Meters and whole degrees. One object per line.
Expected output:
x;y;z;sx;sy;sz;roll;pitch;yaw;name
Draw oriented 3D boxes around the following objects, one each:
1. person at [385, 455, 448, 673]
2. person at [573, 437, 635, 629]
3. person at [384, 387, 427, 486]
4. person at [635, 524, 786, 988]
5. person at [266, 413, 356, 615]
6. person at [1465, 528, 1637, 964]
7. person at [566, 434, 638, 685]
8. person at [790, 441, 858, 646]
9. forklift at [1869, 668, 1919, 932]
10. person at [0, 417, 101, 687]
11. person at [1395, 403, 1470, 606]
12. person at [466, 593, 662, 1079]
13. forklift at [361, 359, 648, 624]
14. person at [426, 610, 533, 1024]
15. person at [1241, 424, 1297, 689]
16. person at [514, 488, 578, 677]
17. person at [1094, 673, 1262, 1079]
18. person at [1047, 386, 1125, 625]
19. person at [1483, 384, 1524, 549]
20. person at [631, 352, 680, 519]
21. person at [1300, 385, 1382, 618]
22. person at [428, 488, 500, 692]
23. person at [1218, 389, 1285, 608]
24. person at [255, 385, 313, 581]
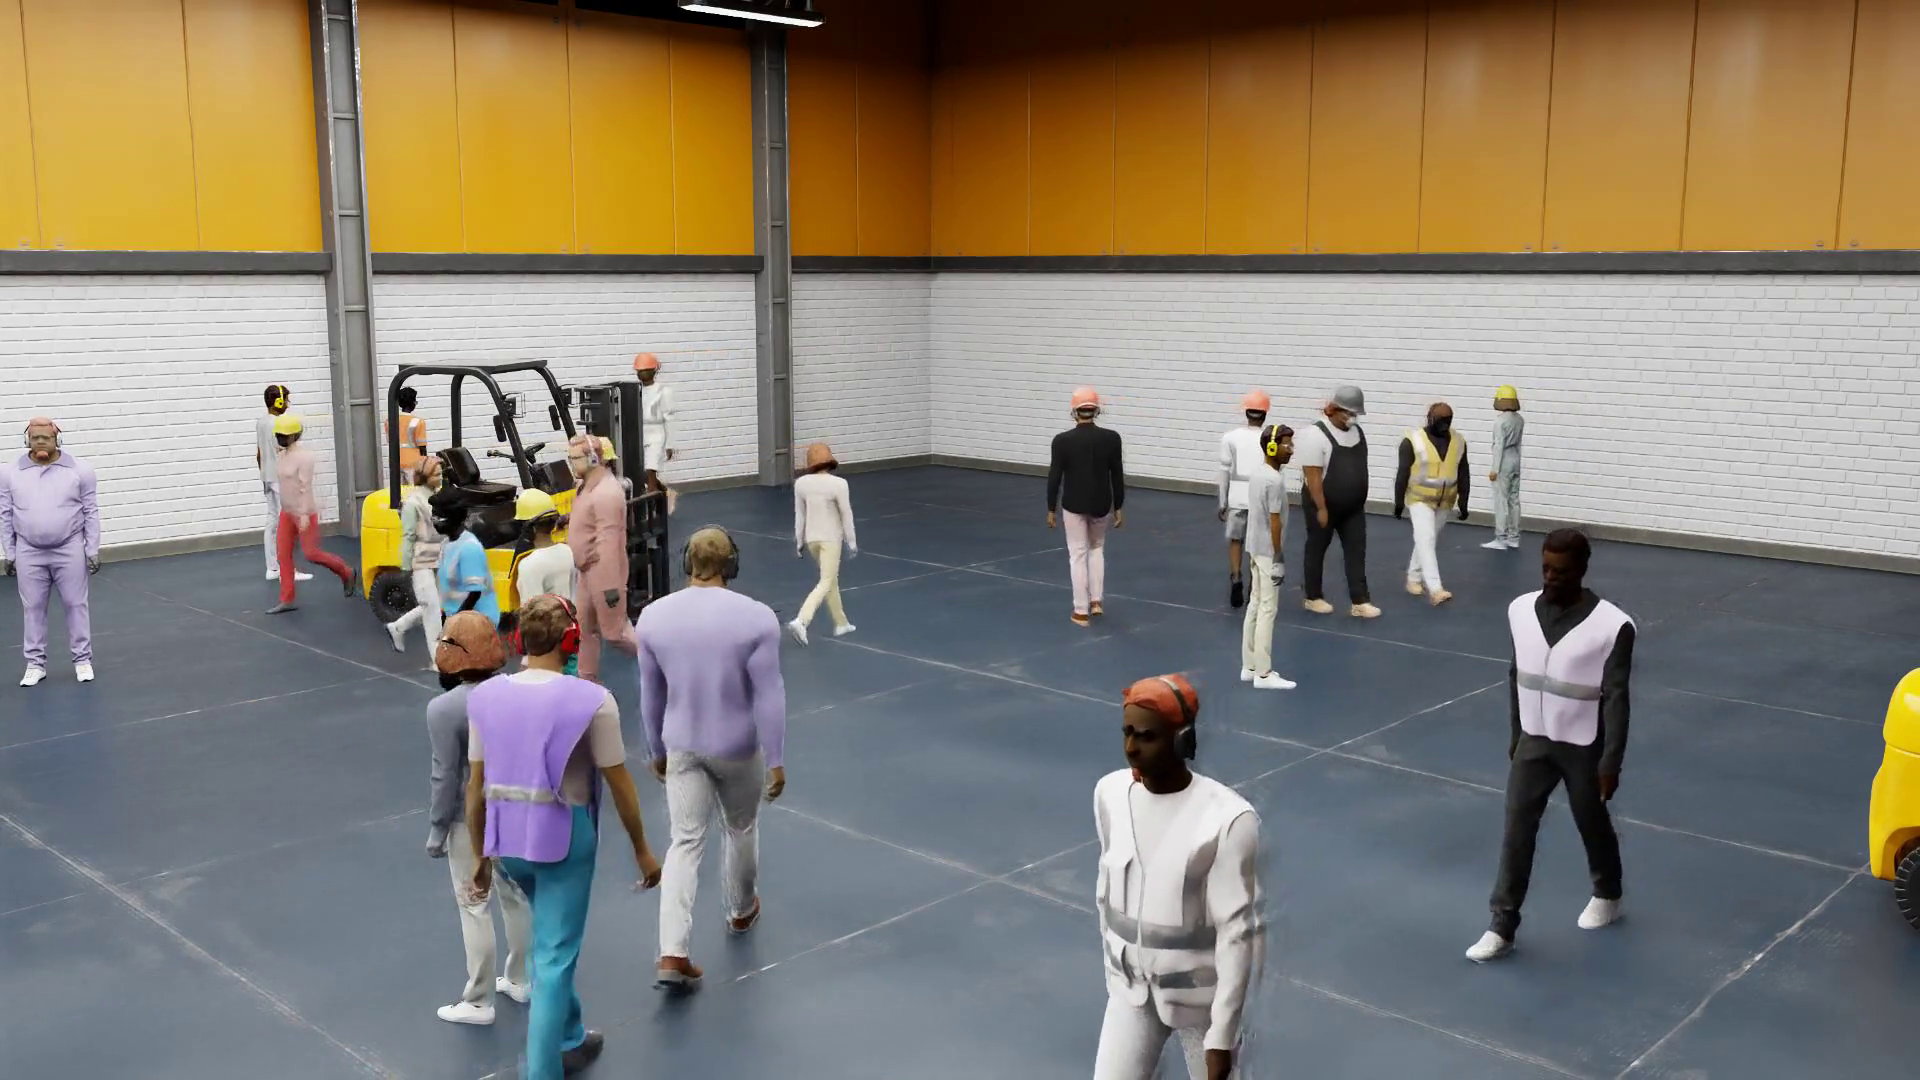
-3.945;0.176;12.132;0.630;1.615;0.516;2;10;15;person
-2.613;0.099;12.277;0.907;1.714;0.552;-5;10;-26;person
-5.936;-0.799;17.889;0.530;1.689;0.322;4;10;21;person
-1.048;0.882;6.983;0.638;1.895;1.018;1;9;5;person
-5.655;-0.251;14.373;0.521;1.734;0.737;7;11;35;person
2.640;0.858;7.224;1.016;1.869;0.600;-8;12;-41;person
-2.303;0.217;11.126;0.840;1.874;0.649;-4;10;-22;person
-1.110;0.015;13.184;0.535;1.596;0.795;6;11;32;person
5.205;0.723;7.013;2.313;2.155;1.214;9;13;43;forklift
-6.464;0.080;11.824;0.638;1.913;0.407;-4;10;-21;person
4.208;-0.332;14.765;0.625;1.779;0.993;-2;10;-13;person
-1.388;1.094;5.901;0.628;1.804;0.805;4;10;23;person
-3.850;-0.407;13.936;2.313;2.155;1.214;2;9;11;forklift
-1.887;1.079;6.536;0.284;1.636;0.500;5;10;27;person
2.185;0.113;11.762;0.330;1.866;0.512;-1;9;-9;person
-2.269;0.595;9.110;0.330;1.765;0.526;2;9;12;person
0.615;1.274;4.735;0.584;1.838;0.979;8;12;41;person
1.020;-0.287;13.844;0.643;1.979;0.518;-2;10;-13;person
5.745;-0.774;17.568;0.492;1.742;0.318;-8;12;-40;person
-3.496;-1.151;19.059;0.613;2.023;0.790;6;11;32;person
3.215;-0.342;14.012;0.708;2.000;0.877;-5;11;-29;person
-2.930;0.505;9.980;0.517;1.656;0.559;-5;11;-30;person
2.499;-0.331;14.298;0.567;1.925;0.601;3;10;17;person
-6.441;-0.537;15.746;0.518;1.865;0.329;8;12;39;person
